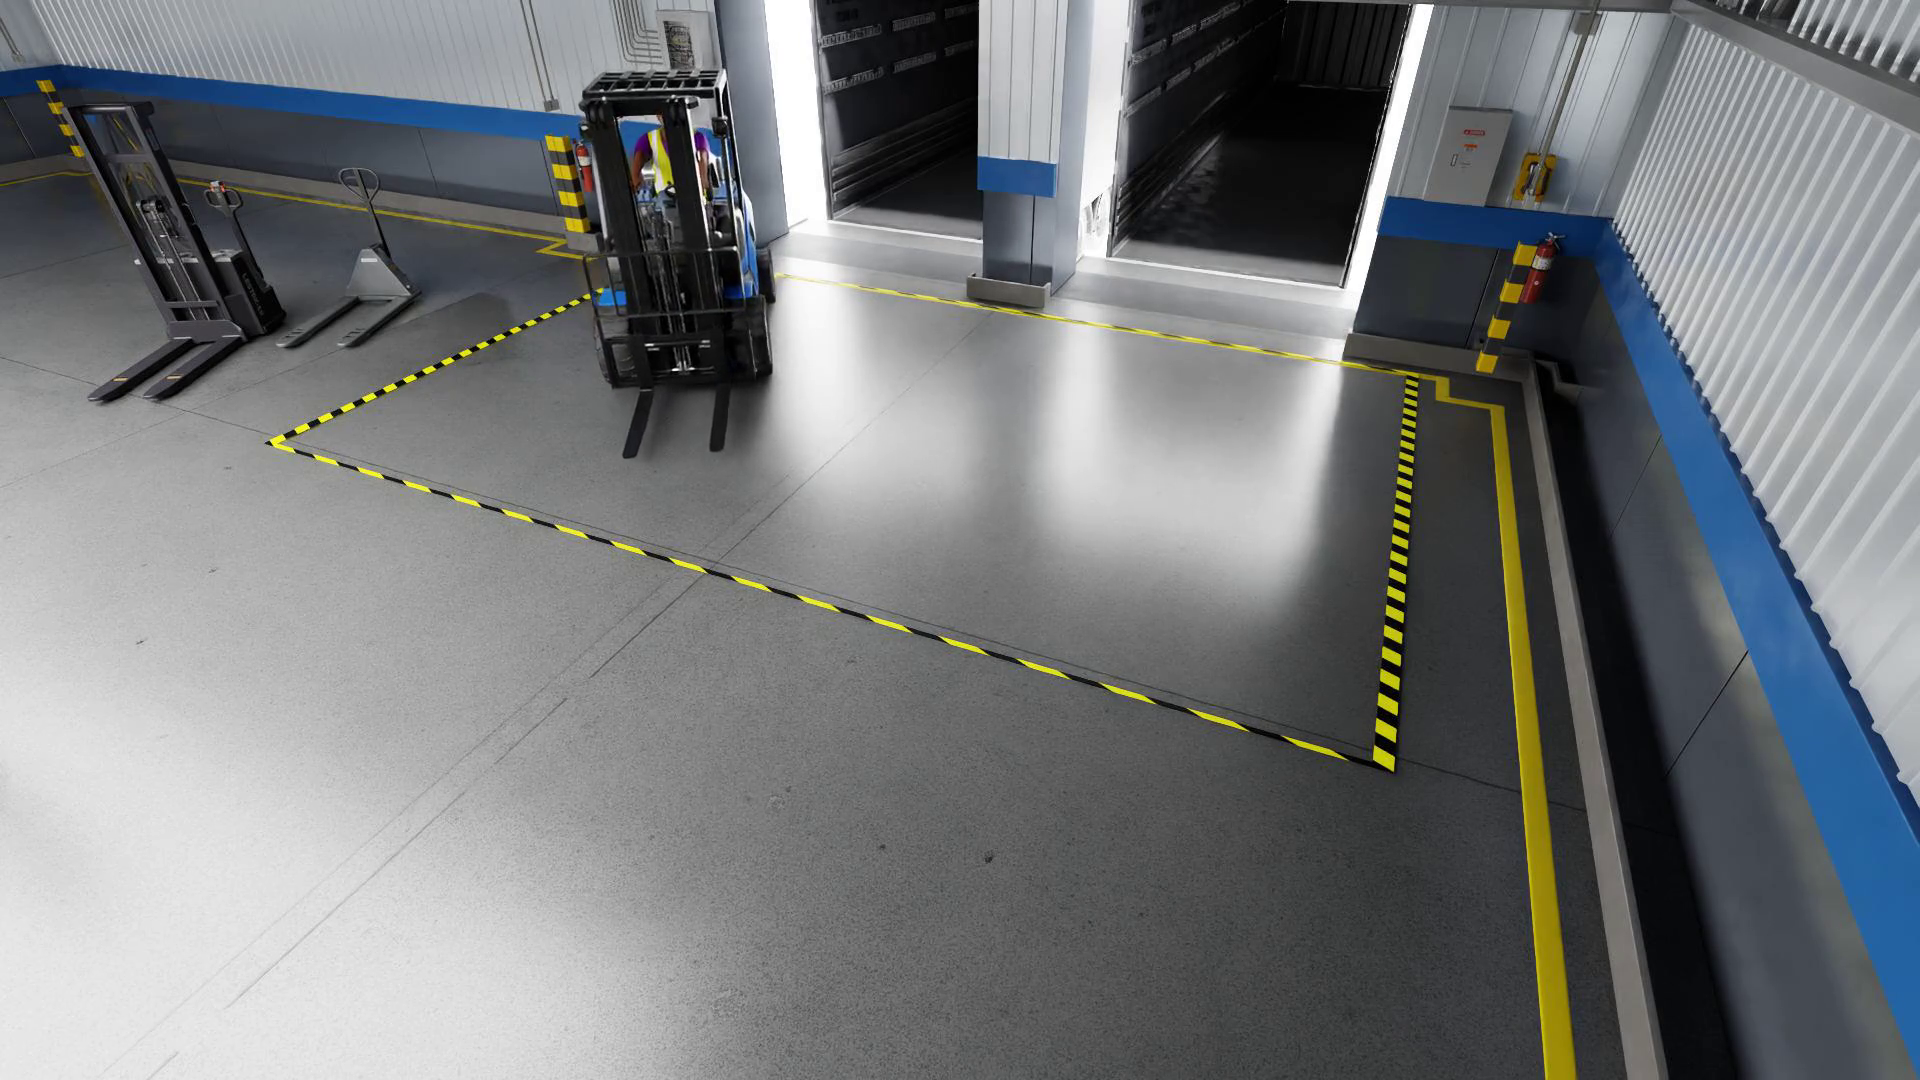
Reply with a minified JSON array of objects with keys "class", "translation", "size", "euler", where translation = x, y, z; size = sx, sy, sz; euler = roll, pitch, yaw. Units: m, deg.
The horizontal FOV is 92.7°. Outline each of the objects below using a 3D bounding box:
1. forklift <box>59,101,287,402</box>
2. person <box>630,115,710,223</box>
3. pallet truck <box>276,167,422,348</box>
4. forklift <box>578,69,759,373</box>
[{"class":"forklift","translation":[-6.686,-2.387,7.434],"size":[0.823,1.965,1.885],"euler":[-3,35,-5]},{"class":"person","translation":[-2.363,-2.896,7.525],"size":[0.635,1.294,1.004],"euler":[-5,35,-7]},{"class":"pallet truck","translation":[-5.732,-2.611,8.414],"size":[0.680,1.201,1.601],"euler":[-1,35,-1]},{"class":"forklift","translation":[-2.366,-2.777,7.681],"size":[1.157,2.036,2.680],"euler":[-5,35,-7]}]
